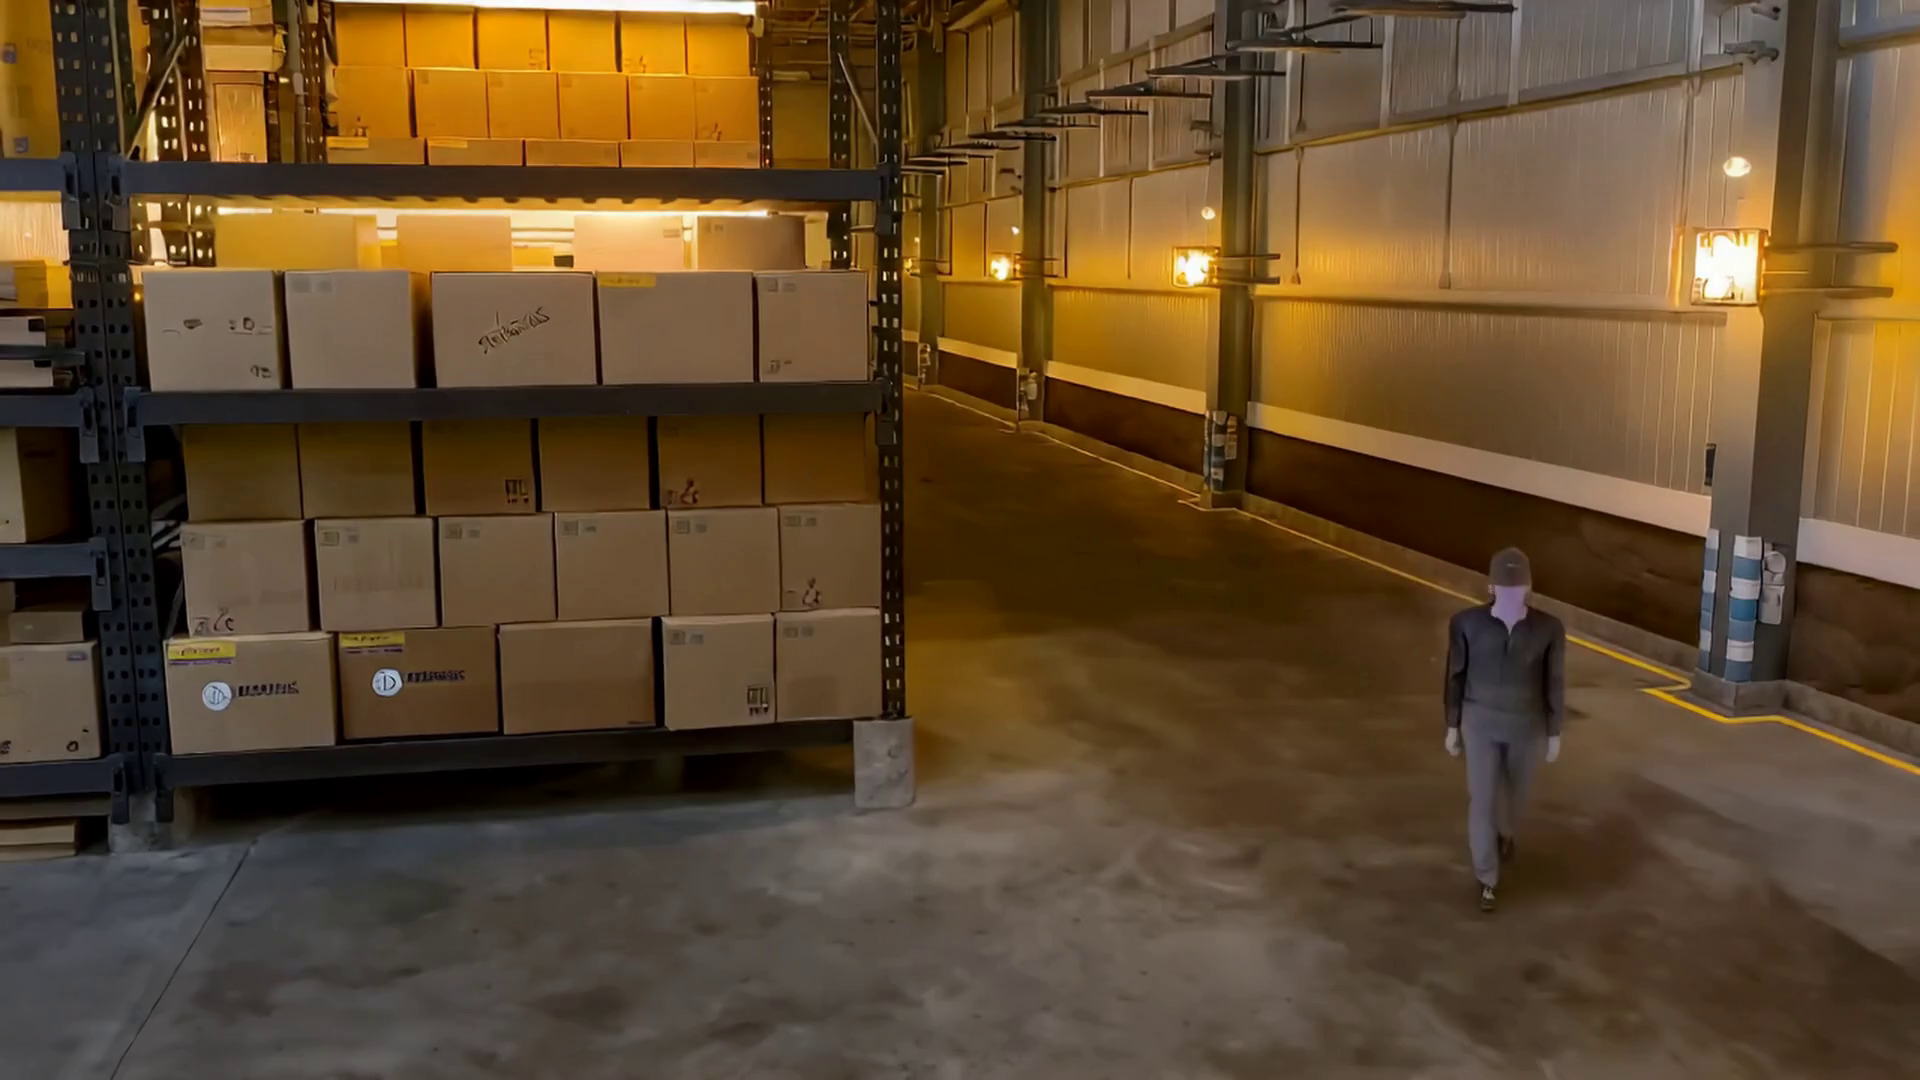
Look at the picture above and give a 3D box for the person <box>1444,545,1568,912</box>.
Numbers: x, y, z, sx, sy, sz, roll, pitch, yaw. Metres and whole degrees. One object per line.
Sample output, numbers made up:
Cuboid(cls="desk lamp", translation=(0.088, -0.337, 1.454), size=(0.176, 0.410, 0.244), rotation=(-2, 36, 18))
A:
Cuboid(cls="person", translation=(2.631, 0.860, 8.060), size=(0.569, 1.731, 0.709), rotation=(2, 10, 13))
